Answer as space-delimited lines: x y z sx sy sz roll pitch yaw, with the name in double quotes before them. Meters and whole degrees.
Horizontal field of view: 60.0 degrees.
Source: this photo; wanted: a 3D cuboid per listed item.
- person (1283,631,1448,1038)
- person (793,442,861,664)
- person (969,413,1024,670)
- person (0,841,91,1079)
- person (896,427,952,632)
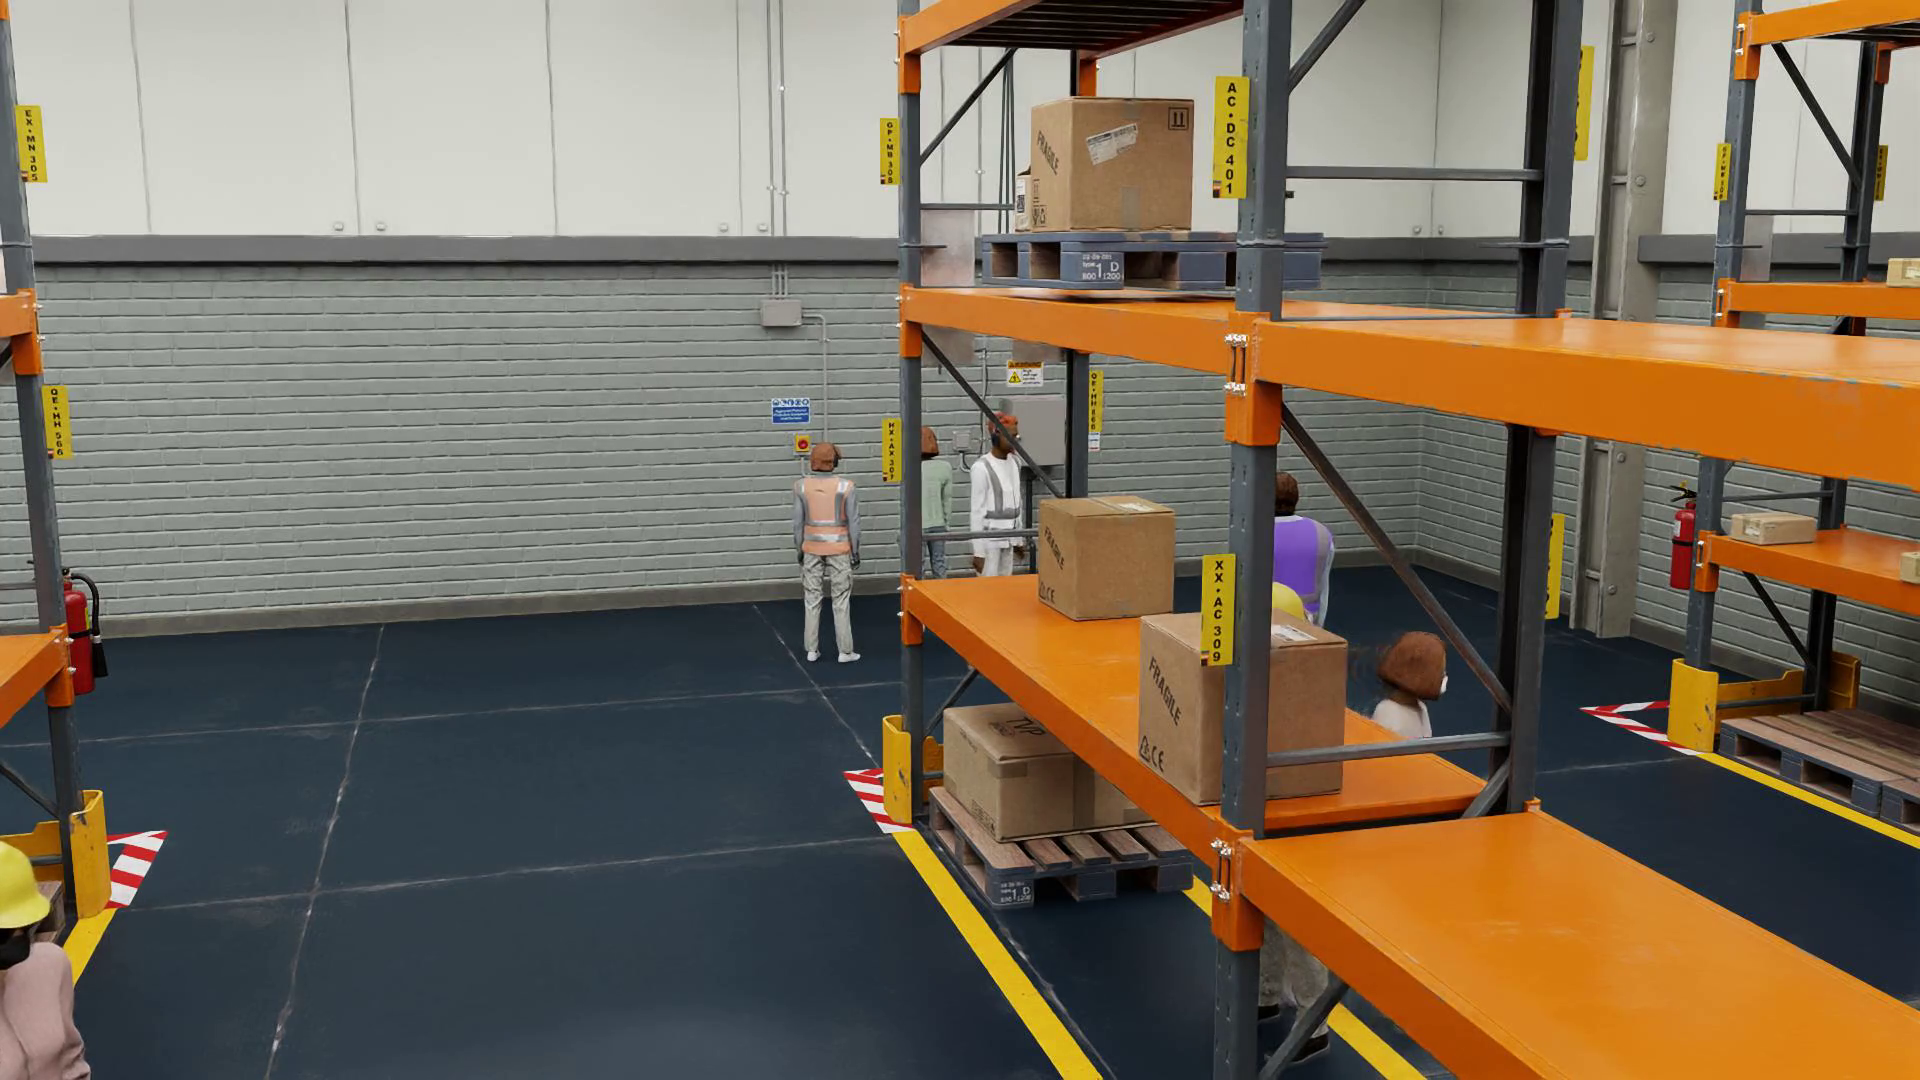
"person" 1.603 1.122 6.401 0.737 1.605 0.503 7 12 34
"person" -0.968 0.100 12.154 0.511 1.638 0.308 2 10 14
"person" 0.258 0.025 11.918 0.359 1.877 0.572 6 12 31
"person" -2.165 1.514 3.770 0.363 1.759 0.522 2 10 11
"person" -0.280 -0.085 13.217 0.507 1.633 0.278 -7 12 -36
